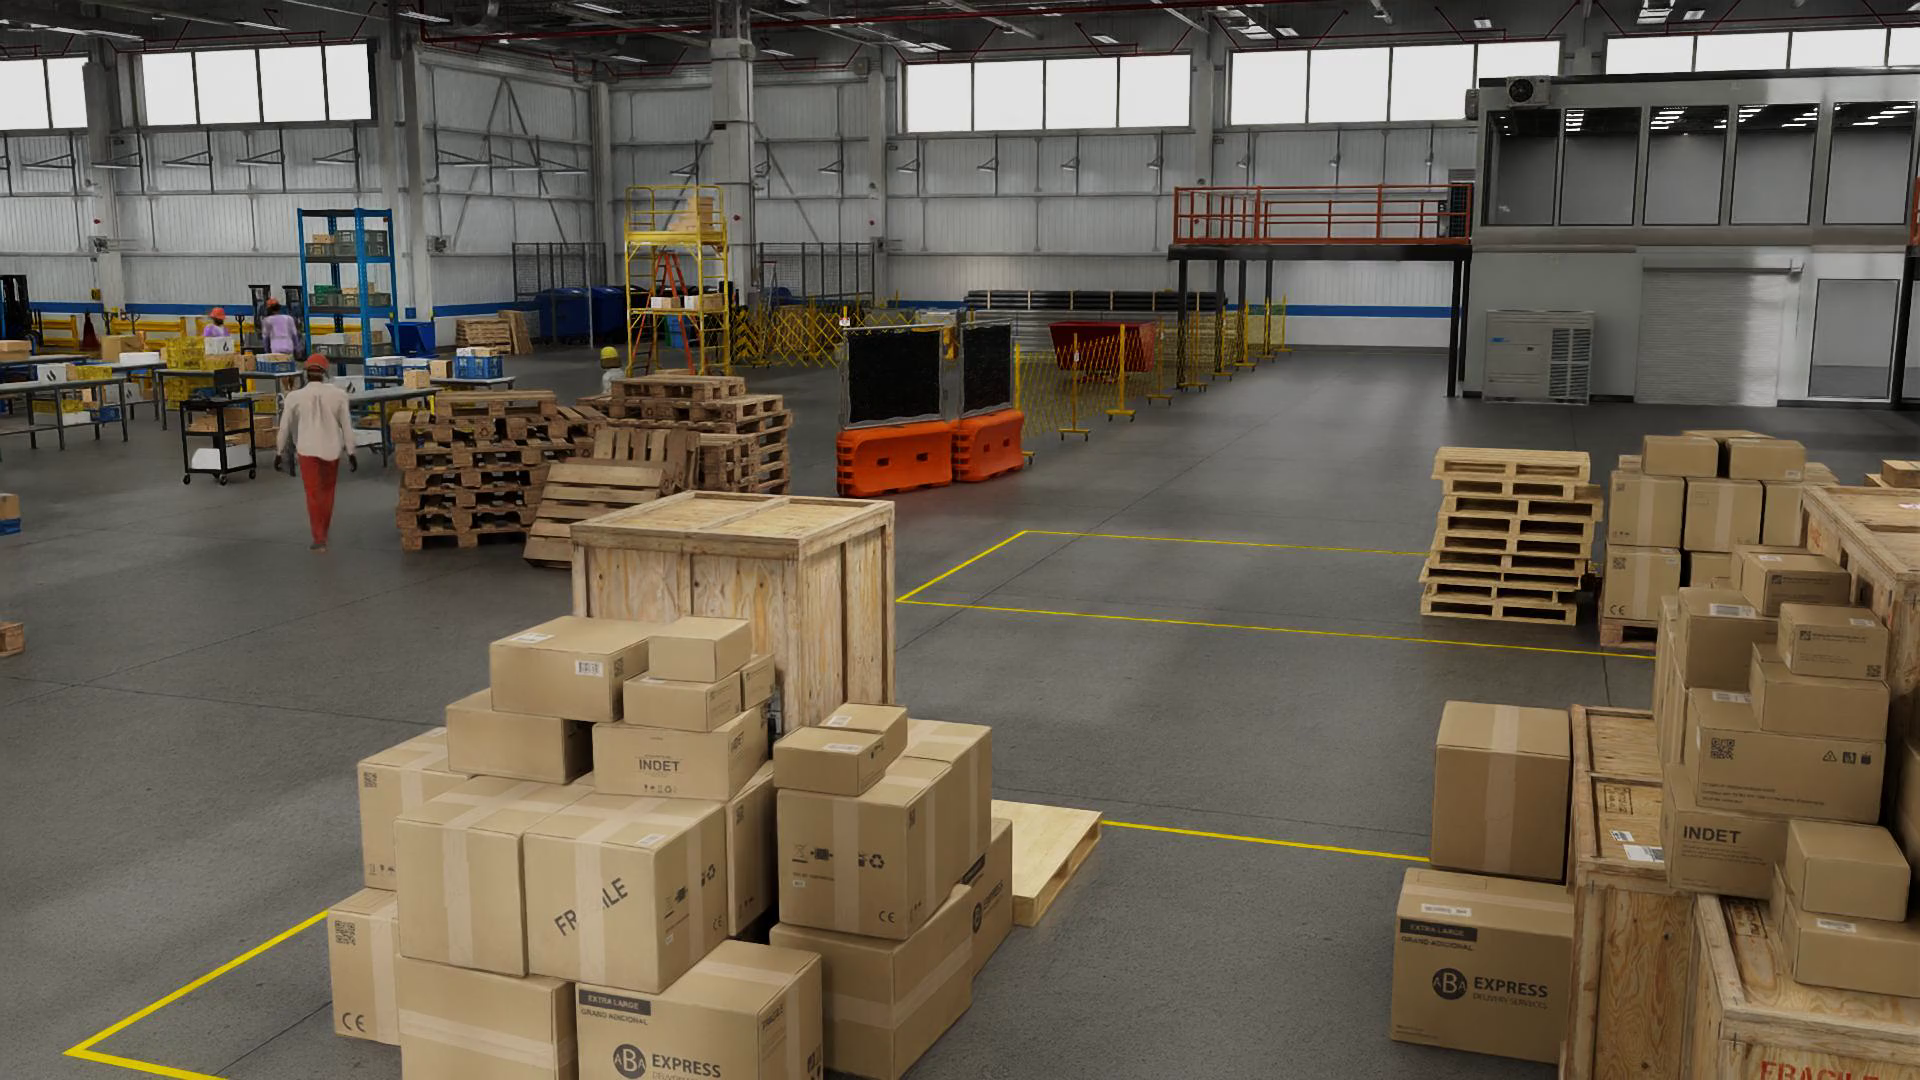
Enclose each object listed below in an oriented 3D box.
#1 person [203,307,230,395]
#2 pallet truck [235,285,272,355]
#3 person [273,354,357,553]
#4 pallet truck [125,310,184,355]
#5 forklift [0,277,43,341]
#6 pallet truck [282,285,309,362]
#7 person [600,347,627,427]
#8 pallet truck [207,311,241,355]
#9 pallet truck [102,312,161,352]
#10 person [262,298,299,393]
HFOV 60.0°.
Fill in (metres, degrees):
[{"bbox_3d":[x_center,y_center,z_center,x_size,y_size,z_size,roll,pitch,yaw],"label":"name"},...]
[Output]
[{"bbox_3d":[-13.620,-3.342,30.671,0.695,1.888,0.663,2,10,13],"label":"person"},{"bbox_3d":[-18.327,-5.835,44.421,0.823,1.965,1.885,4,11,23],"label":"pallet truck"},{"bbox_3d":[-6.459,-0.875,16.616,0.754,1.935,0.963,-5,11,-27],"label":"person"},{"bbox_3d":[-22.038,-5.665,45.457,0.704,1.261,1.522,3,11,17],"label":"pallet truck"},{"bbox_3d":[-27.151,-6.329,46.328,1.157,1.987,2.680,3,11,17],"label":"forklift"},{"bbox_3d":[-17.147,-5.700,43.663,0.823,1.965,1.885,3,11,17],"label":"pallet truck"},{"bbox_3d":[-4.464,-1.614,21.389,0.308,1.736,0.484,3,11,17],"label":"person"},{"bbox_3d":[-19.537,-5.575,44.913,0.653,1.274,1.630,3,11,19],"label":"pallet truck"},{"bbox_3d":[-23.057,-5.777,46.261,0.680,1.201,1.601,3,11,19],"label":"pallet truck"},{"bbox_3d":[-13.330,-3.730,32.587,0.619,1.987,0.997,-7,12,-35],"label":"person"}]
